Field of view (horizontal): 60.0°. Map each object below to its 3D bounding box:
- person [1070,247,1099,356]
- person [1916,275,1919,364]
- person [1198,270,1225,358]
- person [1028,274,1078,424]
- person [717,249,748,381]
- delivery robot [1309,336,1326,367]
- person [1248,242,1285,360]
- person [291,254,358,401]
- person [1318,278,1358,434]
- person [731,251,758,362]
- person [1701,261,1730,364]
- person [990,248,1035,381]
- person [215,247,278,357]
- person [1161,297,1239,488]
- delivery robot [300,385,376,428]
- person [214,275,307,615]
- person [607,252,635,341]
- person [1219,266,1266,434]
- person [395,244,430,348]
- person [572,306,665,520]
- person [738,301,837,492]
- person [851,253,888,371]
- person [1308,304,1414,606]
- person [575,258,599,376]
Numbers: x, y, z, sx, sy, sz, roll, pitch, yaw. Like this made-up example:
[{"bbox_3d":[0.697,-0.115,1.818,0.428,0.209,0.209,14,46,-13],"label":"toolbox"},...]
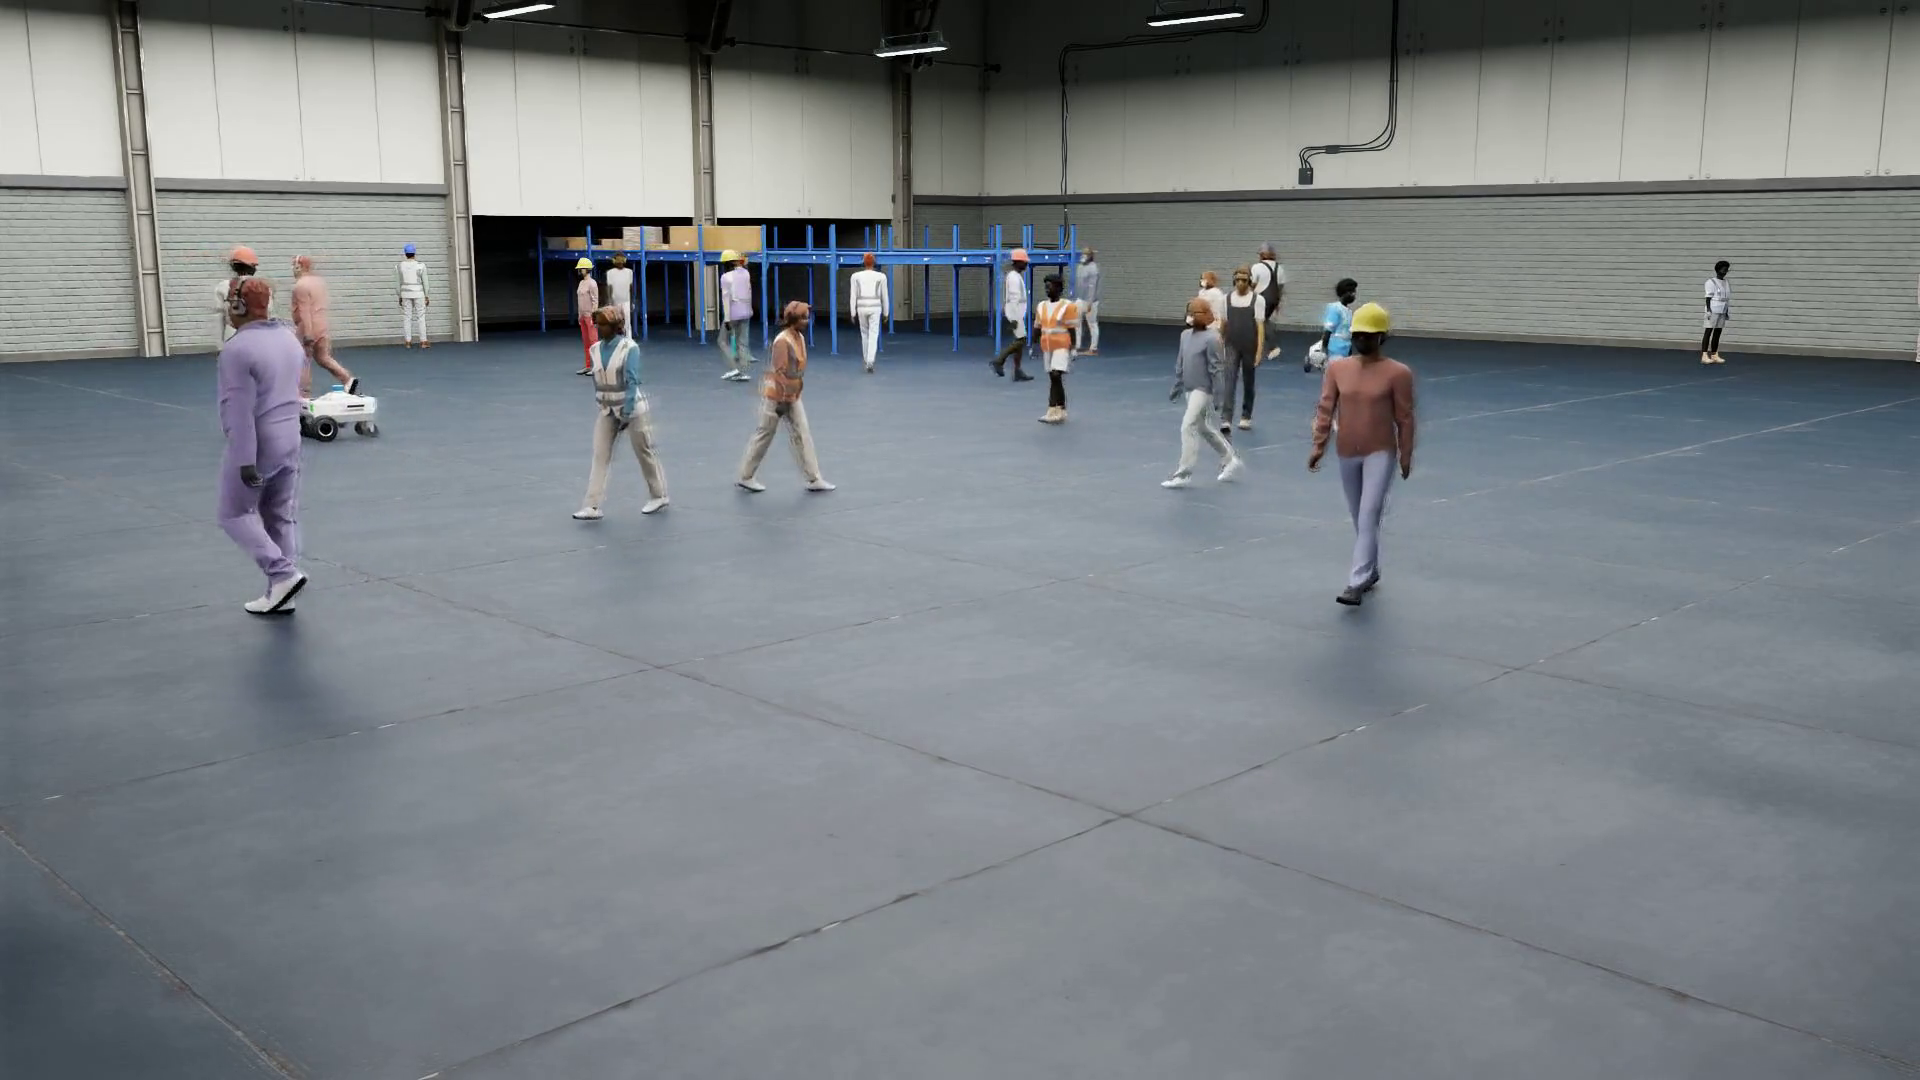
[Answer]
[{"bbox_3d":[2.202,-4.186,29.244,0.725,1.897,0.663,-6,12,-32],"label":"person"},{"bbox_3d":[16.055,-3.840,27.335,0.406,1.904,0.654,-2,11,-9],"label":"person"},{"bbox_3d":[3.778,-3.215,24.759,0.671,1.606,0.536,-6,12,-29],"label":"person"},{"bbox_3d":[0.988,-2.130,18.641,0.555,1.664,0.765,9,14,42],"label":"person"},{"bbox_3d":[-3.320,-3.277,24.286,0.548,1.902,0.601,7,12,32],"label":"person"},{"bbox_3d":[5.704,-2.948,26.018,0.477,0.478,0.707,5,11,24],"label":"delivery robot"},{"bbox_3d":[5.242,-4.096,28.480,0.678,2.000,0.977,-8,13,-36],"label":"person"},{"bbox_3d":[-8.132,-2.672,21.054,0.827,1.879,0.655,1,10,4],"label":"person"},{"bbox_3d":[4.027,-1.959,17.737,0.444,1.654,0.591,5,11,25],"label":"person"},{"bbox_3d":[-3.686,-3.902,27.858,0.388,1.837,0.563,-10,14,-44],"label":"person"},{"bbox_3d":[12.541,-3.774,27.558,0.533,1.692,0.319,-5,12,-27],"label":"person"},{"bbox_3d":[0.787,-3.269,24.177,0.535,1.922,0.564,1,10,4],"label":"person"},{"bbox_3d":[-7.562,-2.115,17.720,0.637,1.983,1.072,2,11,9],"label":"person"},{"bbox_3d":[2.077,-1.269,14.152,0.789,1.602,0.500,-4,11,-22],"label":"person"},{"bbox_3d":[-6.534,-1.384,17.491,0.707,0.478,0.477,-9,13,-39],"label":"delivery robot"},{"bbox_3d":[-3.868,-0.508,9.206,0.448,1.892,0.646,3,11,14],"label":"person"},{"bbox_3d":[-6.160,-4.324,30.256,0.532,1.804,1.000,-4,11,-20],"label":"person"},{"bbox_3d":[3.035,-2.056,17.952,0.511,1.785,0.988,3,11,18],"label":"person"},{"bbox_3d":[-10.310,-4.599,31.354,0.605,1.951,0.383,-1,10,-5],"label":"person"},{"bbox_3d":[-2.551,-0.955,12.467,0.509,1.587,0.864,6,12,28],"label":"person"},{"bbox_3d":[-1.477,-1.180,13.728,0.828,1.579,0.537,3,11,16],"label":"person"},{"bbox_3d":[-1.423,-3.586,26.140,0.582,1.845,0.972,0,10,2],"label":"person"},{"bbox_3d":[2.349,-0.507,9.671,0.531,1.723,0.896,7,13,35],"label":"person"},{"bbox_3d":[-5.663,-3.390,25.266,0.310,1.769,0.522,-8,13,-38],"label":"person"}]
